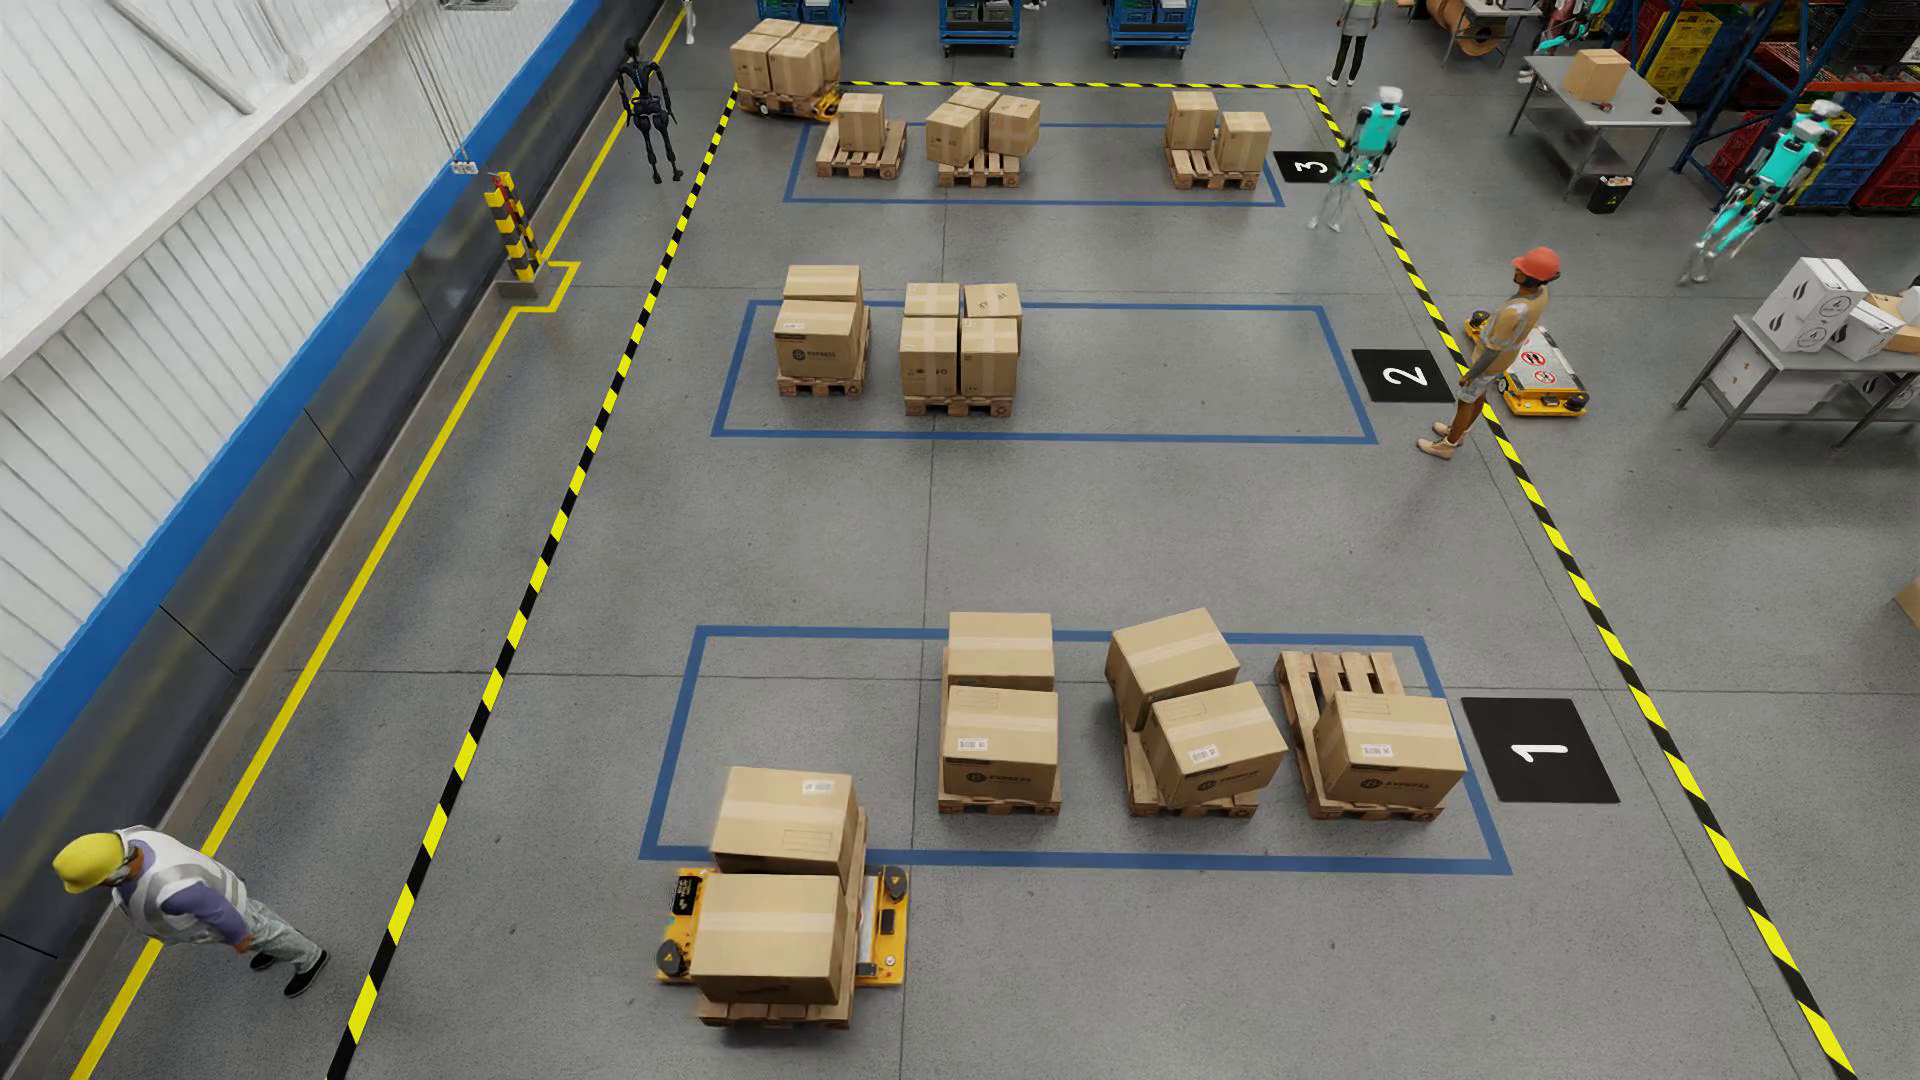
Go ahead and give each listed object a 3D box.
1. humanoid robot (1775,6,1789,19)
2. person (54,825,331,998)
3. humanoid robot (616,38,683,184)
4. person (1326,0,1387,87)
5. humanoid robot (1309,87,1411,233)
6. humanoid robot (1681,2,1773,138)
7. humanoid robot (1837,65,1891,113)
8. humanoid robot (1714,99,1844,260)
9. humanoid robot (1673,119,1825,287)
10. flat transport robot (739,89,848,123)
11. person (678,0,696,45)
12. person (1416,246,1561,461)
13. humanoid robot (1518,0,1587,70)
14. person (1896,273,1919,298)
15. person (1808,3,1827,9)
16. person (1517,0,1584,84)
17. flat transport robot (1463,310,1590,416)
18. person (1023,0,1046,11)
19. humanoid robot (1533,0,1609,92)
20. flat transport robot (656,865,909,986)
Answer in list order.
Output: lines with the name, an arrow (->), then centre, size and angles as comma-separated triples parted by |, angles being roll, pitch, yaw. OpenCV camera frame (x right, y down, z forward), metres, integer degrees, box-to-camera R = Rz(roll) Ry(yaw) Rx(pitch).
humanoid robot -> 11.854, -7.716, 13.284 | 0.413, 1.647, 0.595 | 9, 50, 8
person -> -3.970, 1.951, 4.817 | 0.586, 1.821, 0.404 | 26, 54, 21
humanoid robot -> -3.763, -5.168, 11.066 | 0.599, 1.655, 0.315 | -8, 50, -7
person -> 5.609, -7.367, 12.863 | 0.597, 1.849, 0.388 | 2, 49, 2
humanoid robot -> 4.434, -4.260, 10.256 | 0.559, 1.769, 0.808 | 2, 49, 1
humanoid robot -> 9.974, -6.020, 11.817 | 0.366, 1.645, 0.600 | 4, 49, 4
humanoid robot -> 11.508, -5.866, 11.656 | 0.831, 1.795, 0.591 | -30, 56, -24
humanoid robot -> 8.894, -3.857, 9.933 | 0.660, 1.844, 0.532 | -17, 51, -14
humanoid robot -> 8.041, -3.362, 9.502 | 0.733, 1.839, 0.531 | -23, 53, -19
flat transport robot -> -2.325, -6.187, 12.870 | 1.431, 0.197, 0.652 | 14, 51, 12
person -> -4.330, -8.735, 14.056 | 0.519, 1.829, 0.924 | -1, 49, -1
person -> 4.428, -1.527, 7.680 | 0.606, 2.048, 0.366 | -35, 58, -27
humanoid robot -> 8.597, -7.500, 13.092 | 0.343, 1.653, 0.611 | -15, 51, -12
person -> 10.375, -3.169, 9.243 | 0.336, 1.838, 0.505 | -29, 55, -23
person -> 13.296, -8.629, 13.958 | 0.397, 1.847, 0.563 | -25, 54, -20
person -> 8.499, -7.465, 12.914 | 0.414, 1.908, 0.589 | 18, 52, 15
flat transport robot -> 5.573, -1.757, 9.054 | 0.659, 0.231, 1.431 | 1, 49, 1
person -> 1.265, -9.612, 14.793 | 0.328, 1.873, 0.518 | 34, 57, 26
humanoid robot -> 8.419, -7.147, 12.659 | 0.533, 1.677, 0.735 | -29, 55, -23
flat transport robot -> -1.041, 2.302, 5.522 | 1.431, 0.197, 0.652 | 1, 49, 1
